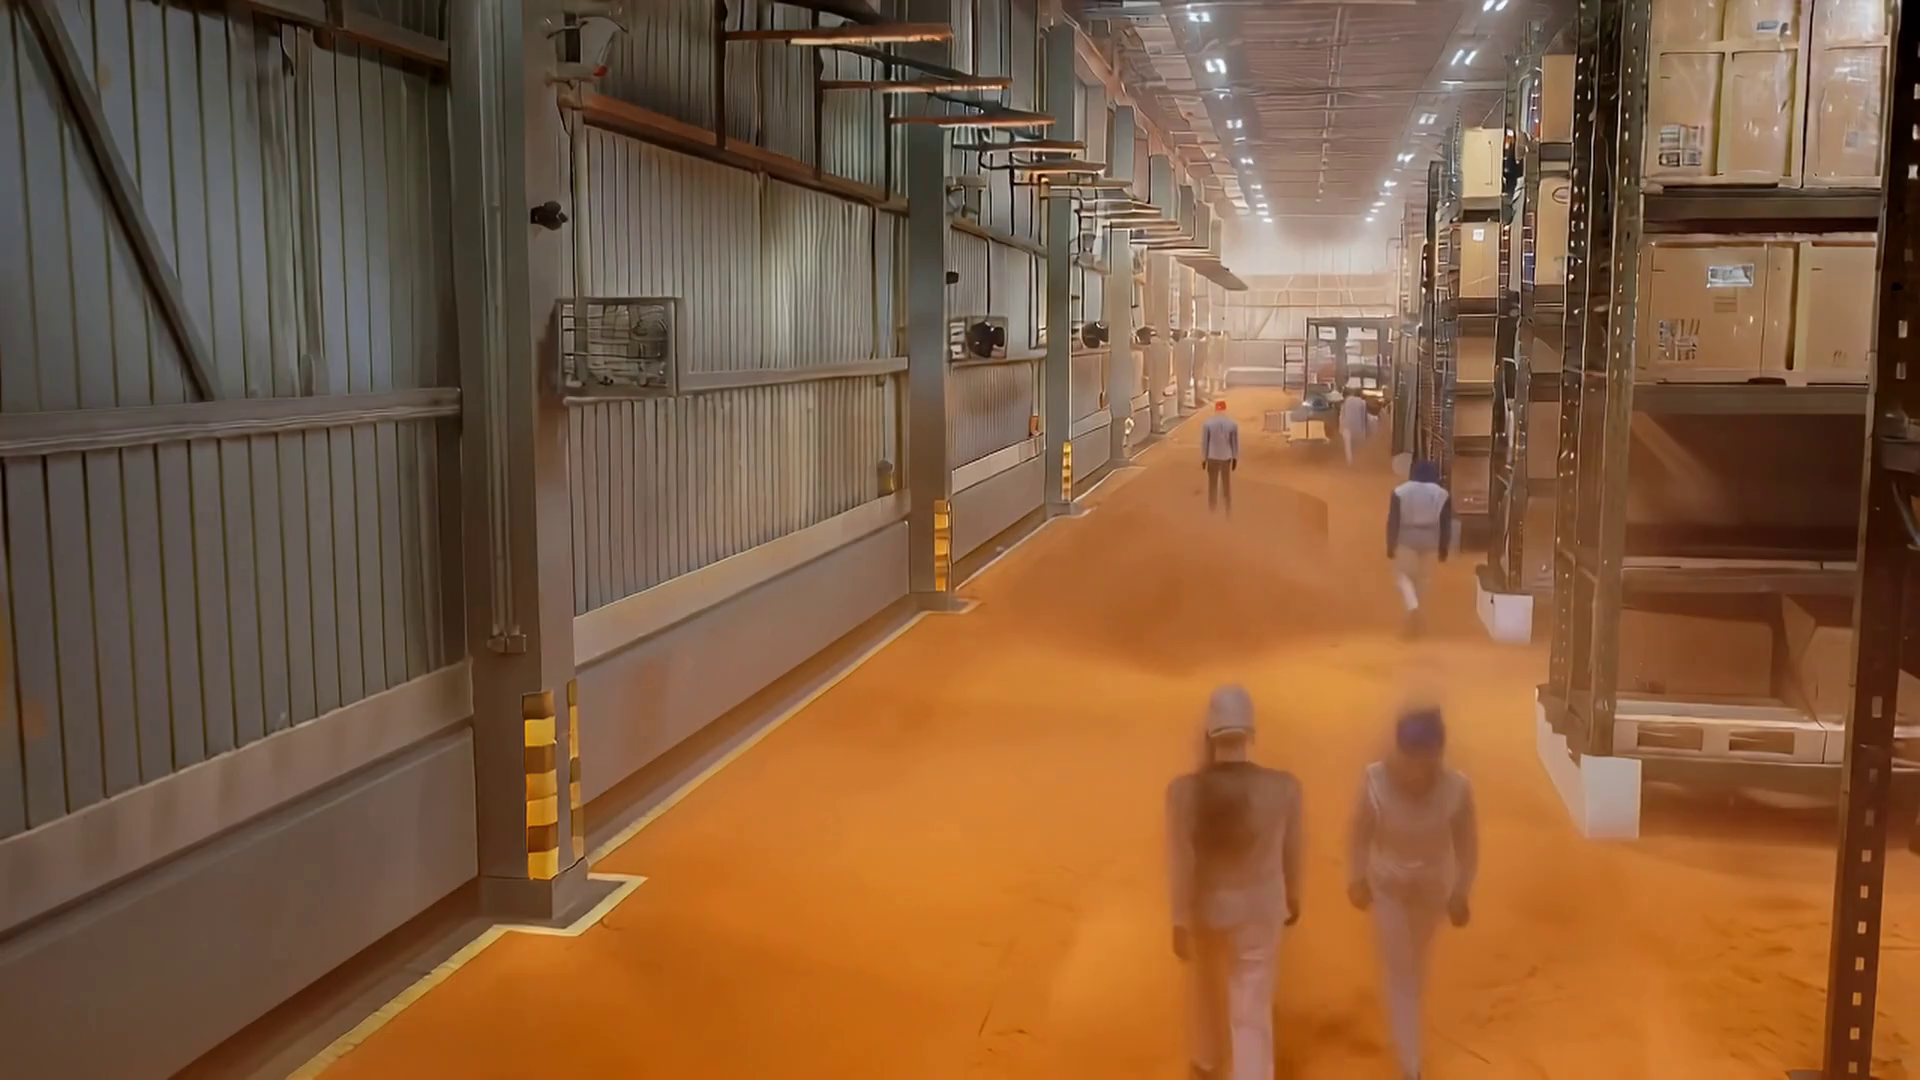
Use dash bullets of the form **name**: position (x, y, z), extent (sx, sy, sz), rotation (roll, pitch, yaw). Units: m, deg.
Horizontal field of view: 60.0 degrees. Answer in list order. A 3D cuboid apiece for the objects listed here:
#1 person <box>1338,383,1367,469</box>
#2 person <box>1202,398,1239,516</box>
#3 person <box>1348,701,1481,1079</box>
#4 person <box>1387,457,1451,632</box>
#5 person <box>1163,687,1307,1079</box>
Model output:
- **person**: position (8.846, -2.554, 37.444), extent (0.620, 1.968, 0.787), rotation (1, 7, 6)
- **person**: position (4.394, -1.399, 28.105), extent (0.622, 1.992, 0.395), rotation (1, 7, 8)
- **person**: position (1.863, 1.456, 6.822), extent (0.506, 1.586, 0.863), rotation (1, 7, 6)
- **person**: position (4.725, 0.056, 17.141), extent (0.655, 1.824, 0.448), rotation (0, 7, 1)
- **person**: position (1.088, 1.437, 6.581), extent (0.566, 1.704, 0.932), rotation (1, 7, 7)
